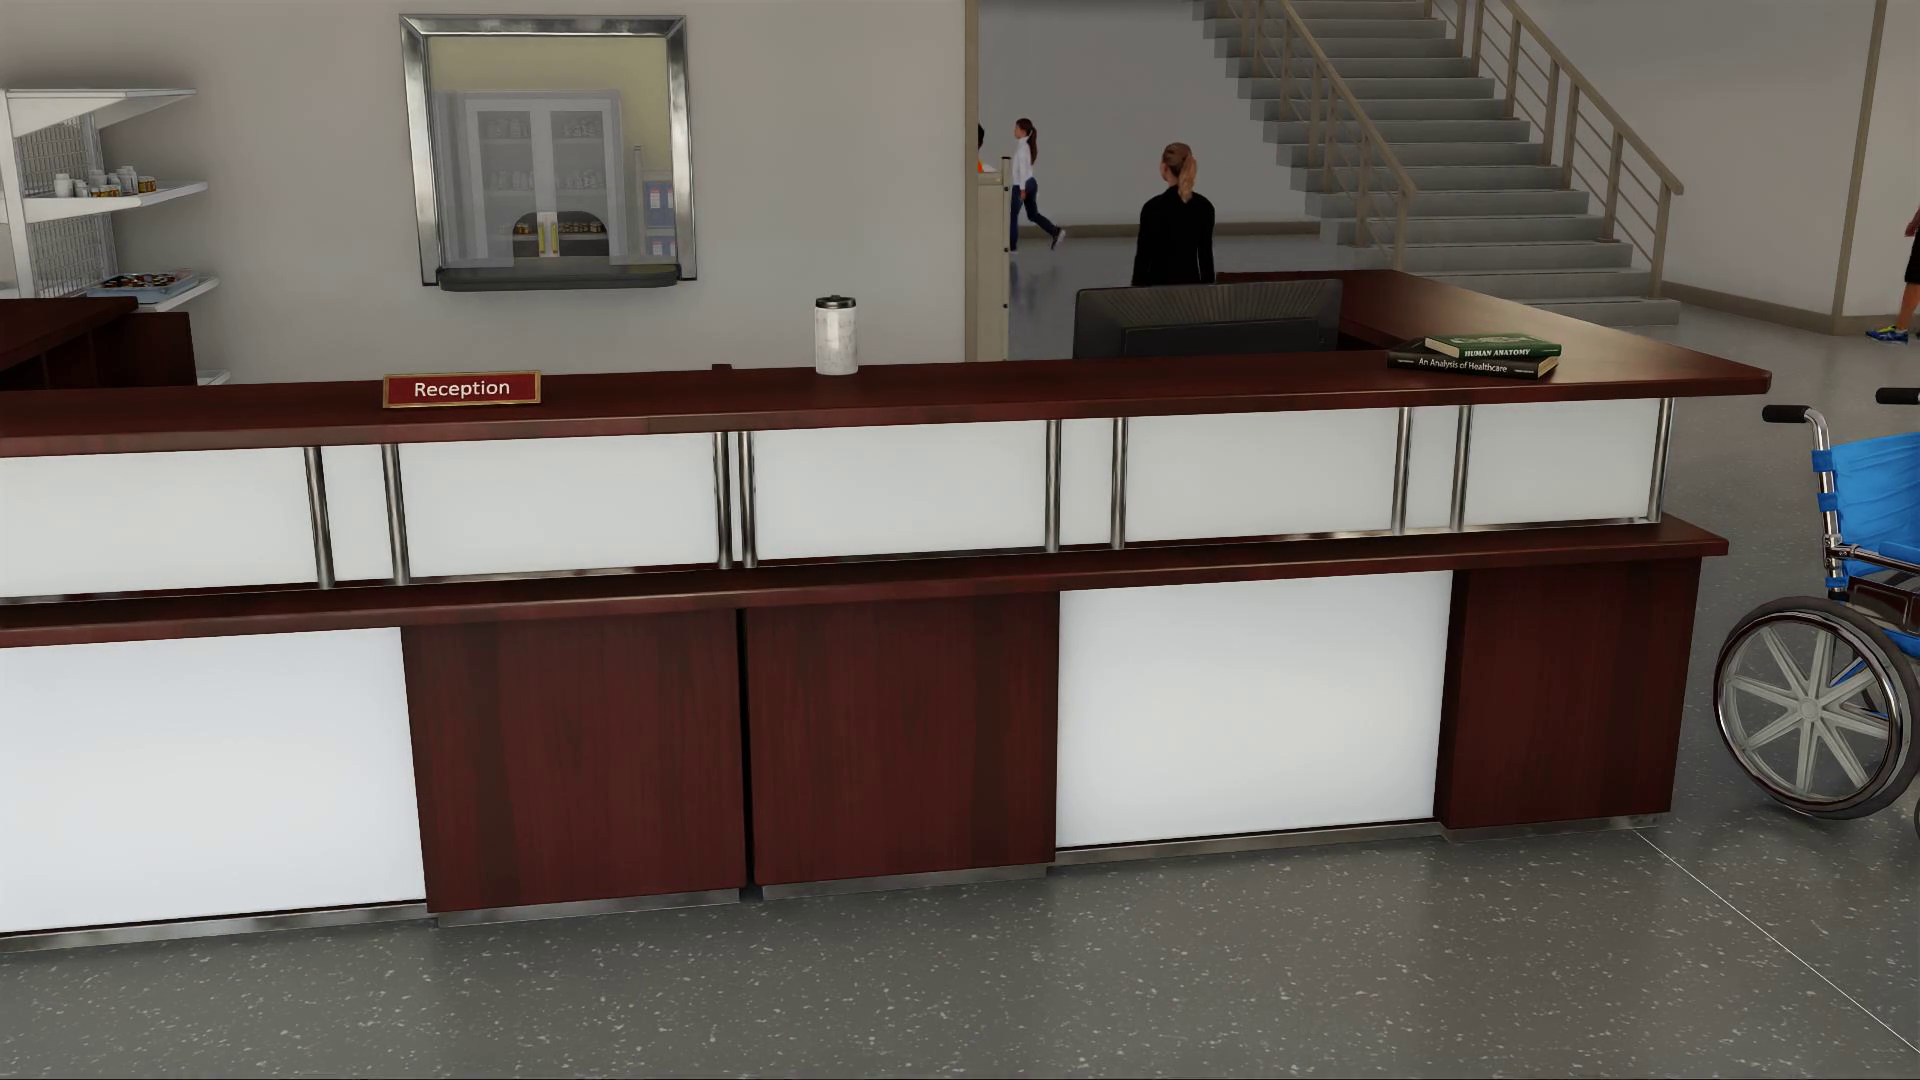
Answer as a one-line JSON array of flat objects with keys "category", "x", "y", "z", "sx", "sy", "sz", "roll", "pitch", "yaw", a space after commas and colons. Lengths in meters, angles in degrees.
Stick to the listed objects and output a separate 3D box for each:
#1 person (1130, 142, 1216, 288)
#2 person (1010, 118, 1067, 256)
[{"category": "person", "x": 1.189, "y": -1.230, "z": 8.920, "sx": 0.865, "sy": 1.658, "sz": 1.184, "roll": -8, "pitch": 18, "yaw": -26}, {"category": "person", "x": 0.828, "y": -4.033, "z": 19.091, "sx": 0.922, "sy": 1.534, "sz": 1.021, "roll": 5, "pitch": 17, "yaw": 19}]
